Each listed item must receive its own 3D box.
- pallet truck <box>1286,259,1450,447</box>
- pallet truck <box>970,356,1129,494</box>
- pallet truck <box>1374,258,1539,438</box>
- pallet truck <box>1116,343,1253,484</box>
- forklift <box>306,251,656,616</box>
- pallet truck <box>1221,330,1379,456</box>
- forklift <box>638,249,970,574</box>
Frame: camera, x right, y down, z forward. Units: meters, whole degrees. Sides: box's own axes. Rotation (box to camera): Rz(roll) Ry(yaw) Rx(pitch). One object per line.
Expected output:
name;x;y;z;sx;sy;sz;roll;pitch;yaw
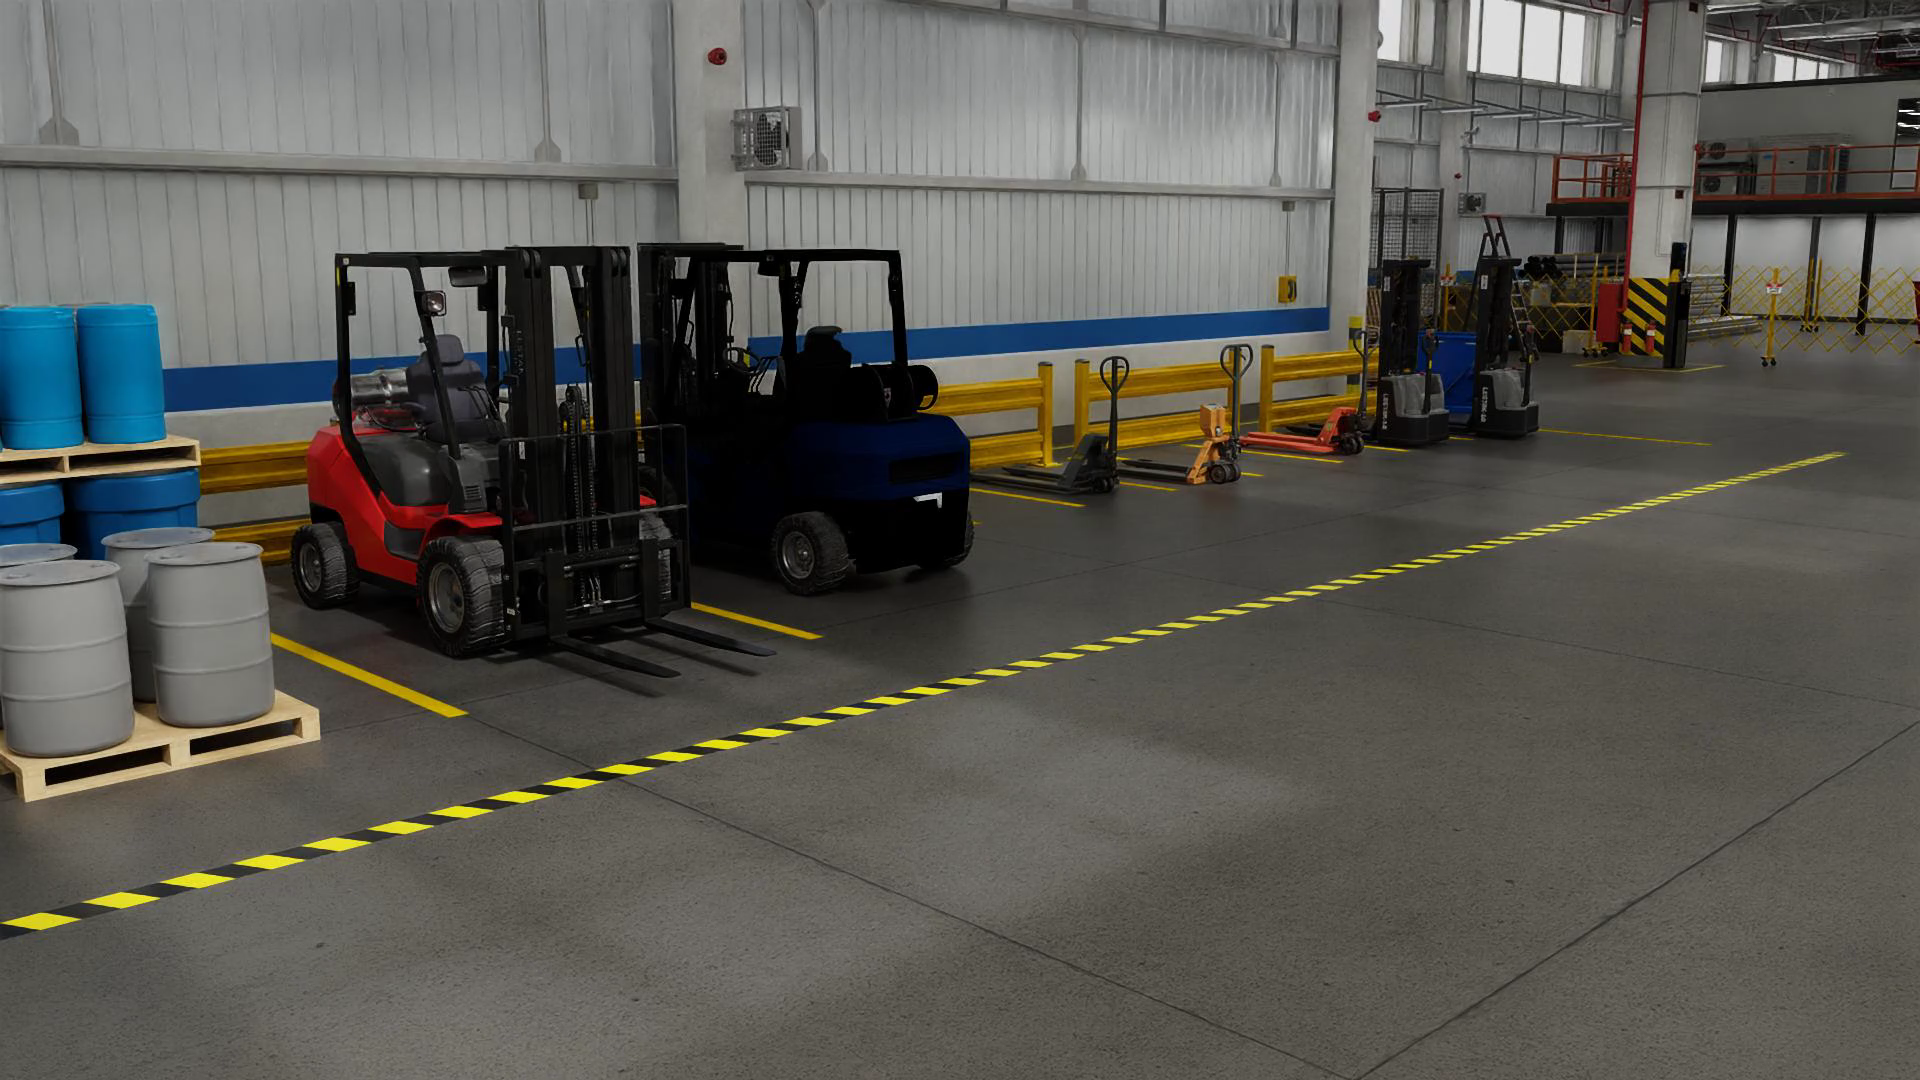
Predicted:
pallet truck;4.493;-2.078;18.196;0.823;1.965;1.885;-9;14;-40
pallet truck;0.784;-1.085;14.876;0.680;1.201;1.601;-10;14;-44
pallet truck;5.704;-2.208;18.901;1.885;1.965;0.823;10;14;43
pallet truck;1.962;-1.215;15.415;1.522;1.261;0.704;10;14;43
forklift;-2.833;-0.669;9.694;1.157;1.987;2.680;-10;14;-44
pallet truck;3.563;-1.581;17.381;0.653;1.274;1.630;-10;14;-44
forklift;-1.173;-0.958;11.239;2.680;1.987;1.157;10;14;43
